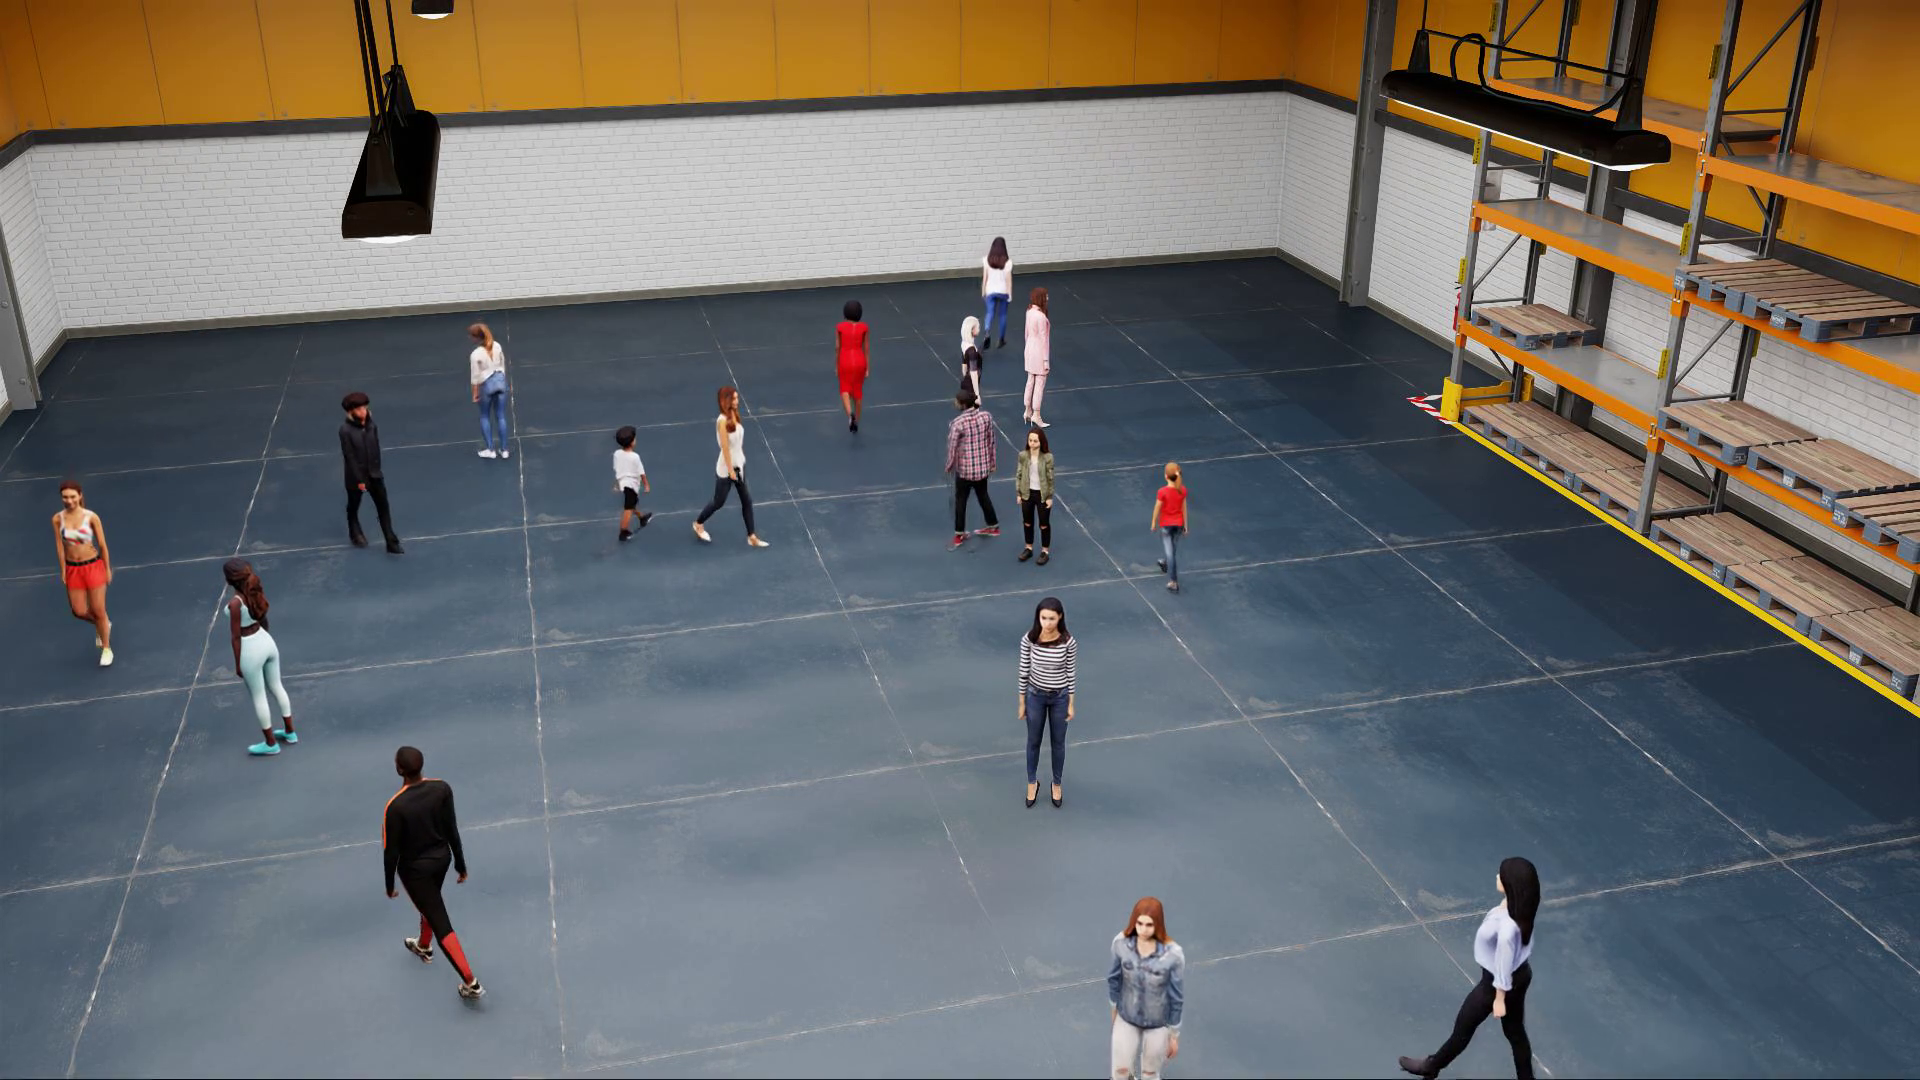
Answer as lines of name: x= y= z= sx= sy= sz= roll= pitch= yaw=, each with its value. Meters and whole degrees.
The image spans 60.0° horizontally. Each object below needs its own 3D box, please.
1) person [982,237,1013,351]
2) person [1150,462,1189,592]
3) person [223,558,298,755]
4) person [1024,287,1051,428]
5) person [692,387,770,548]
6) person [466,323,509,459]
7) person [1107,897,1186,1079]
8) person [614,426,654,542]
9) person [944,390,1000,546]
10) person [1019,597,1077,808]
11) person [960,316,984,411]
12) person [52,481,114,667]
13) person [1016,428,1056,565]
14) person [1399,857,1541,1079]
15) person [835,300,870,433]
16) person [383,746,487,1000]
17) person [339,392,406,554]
person: x=0.506 y=-3.502 z=23.970 sx=0.898 sy=1.663 sz=1.038 roll=7 pitch=25 yaw=16
person: x=2.145 y=-0.111 z=16.693 sx=0.477 sy=1.277 sz=0.905 roll=-7 pitch=25 yaw=-15
person: x=-5.803 y=0.946 z=13.721 sx=0.710 sy=1.722 sz=0.627 roll=8 pitch=25 yaw=17
person: x=0.970 y=-2.323 z=21.101 sx=0.719 sy=1.801 sz=0.526 roll=-11 pitch=26 yaw=-24
person: x=-2.513 y=-0.748 z=17.559 sx=1.089 sy=1.753 sz=1.095 roll=10 pitch=26 yaw=22
person: x=-5.648 y=-1.819 z=20.068 sx=0.707 sy=1.704 sz=0.705 roll=-14 pitch=27 yaw=-28
person: x=1.090 y=2.745 z=9.645 sx=0.761 sy=1.691 sz=0.810 roll=8 pitch=25 yaw=17
person: x=-3.576 y=-0.580 z=17.832 sx=0.833 sy=1.224 sz=0.914 roll=12 pitch=26 yaw=25
person: x=0.094 y=-0.745 z=17.580 sx=0.822 sy=1.729 sz=0.724 roll=-7 pitch=25 yaw=-16
person: x=0.678 y=1.259 z=12.912 sx=0.629 sy=1.797 sz=0.580 roll=1 pitch=24 yaw=3
person: x=0.109 y=-1.776 z=19.811 sx=0.635 sy=1.832 sz=0.425 roll=-7 pitch=25 yaw=-15
person: x=-7.969 y=0.268 z=15.203 sx=0.608 sy=1.777 sz=0.728 roll=-4 pitch=24 yaw=-10
person: x=0.798 y=-0.467 z=17.261 sx=0.648 sy=1.475 sz=0.683 roll=9 pitch=25 yaw=21
person: x=3.287 y=2.665 z=9.803 sx=1.143 sy=1.711 sz=1.054 roll=14 pitch=27 yaw=29
person: x=-1.337 y=-2.106 z=20.690 sx=0.628 sy=1.733 sz=0.792 roll=-4 pitch=24 yaw=-9
person: x=-3.411 y=2.194 z=10.818 sx=1.280 sy=1.760 sz=1.085 roll=19 pitch=30 yaw=37
person: x=-6.327 y=-0.704 z=17.476 sx=1.191 sy=1.739 sz=1.005 roll=19 pitch=30 yaw=37
